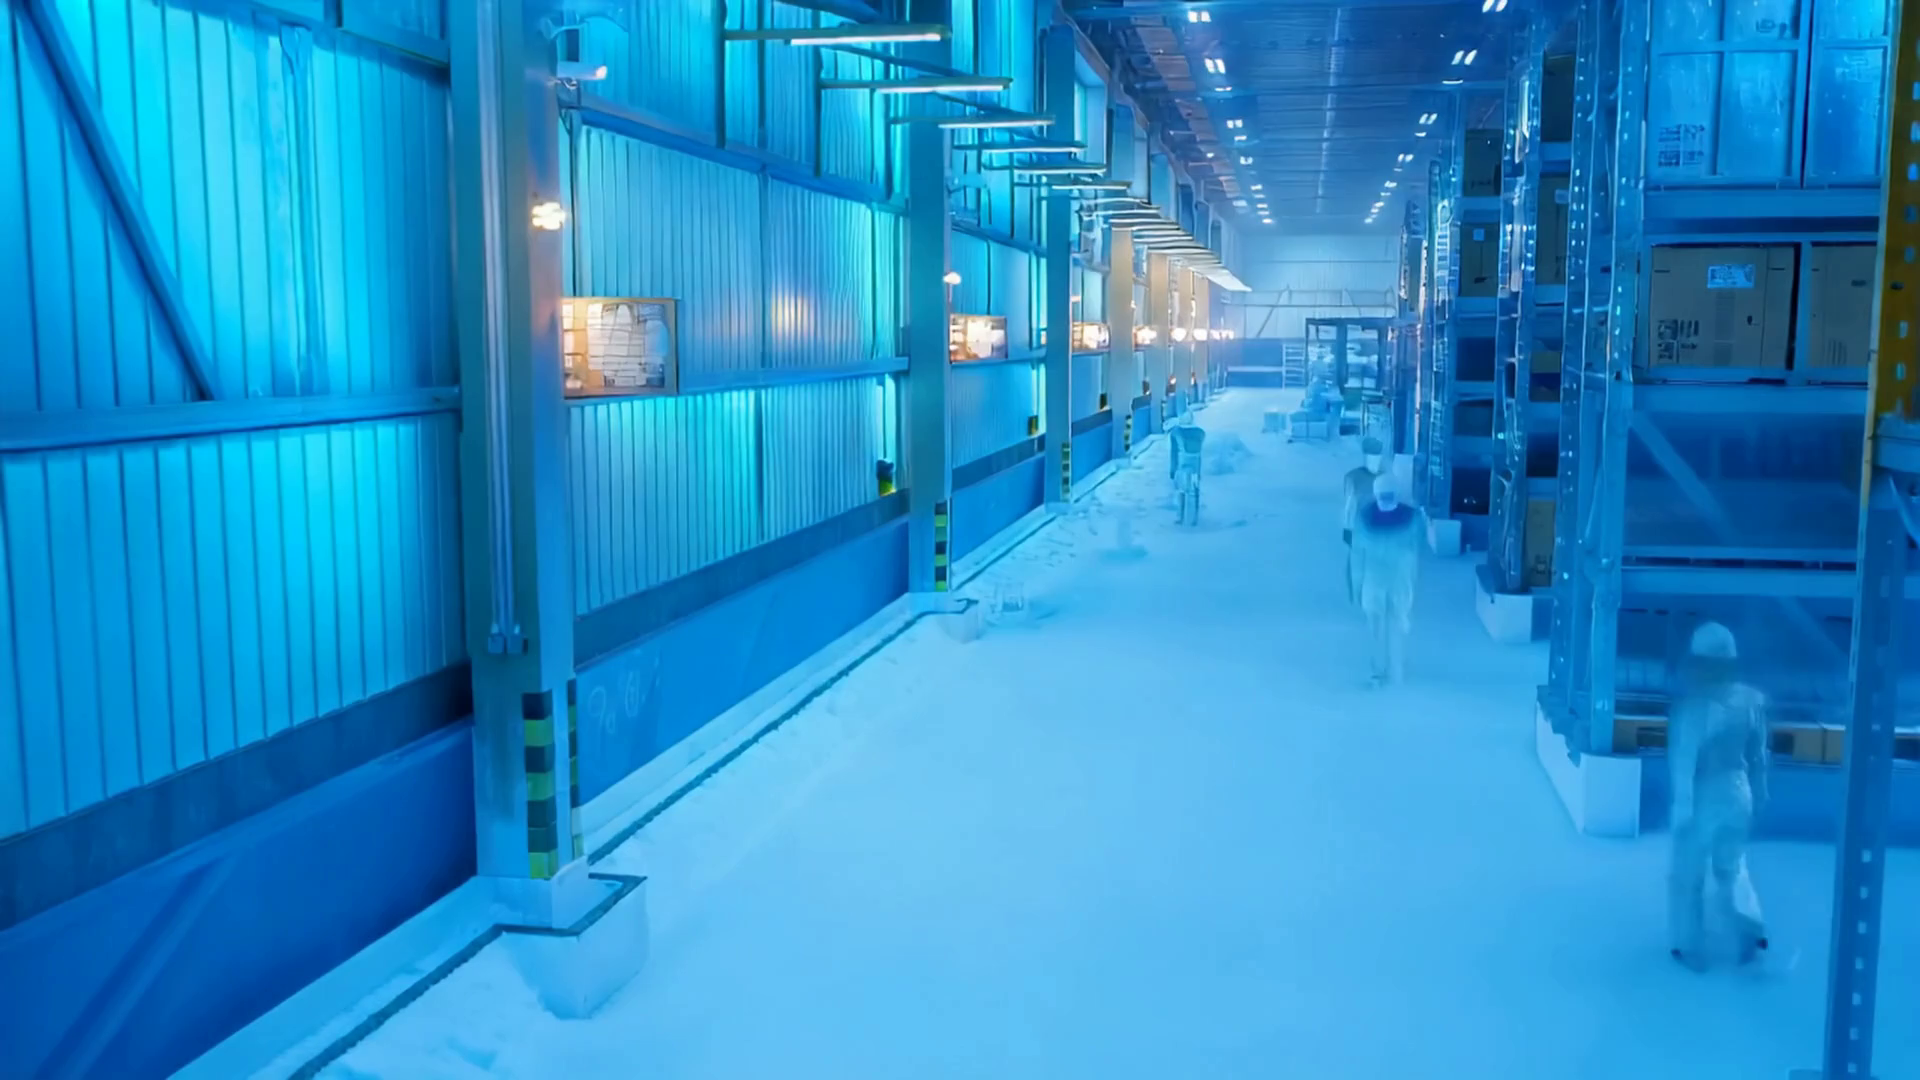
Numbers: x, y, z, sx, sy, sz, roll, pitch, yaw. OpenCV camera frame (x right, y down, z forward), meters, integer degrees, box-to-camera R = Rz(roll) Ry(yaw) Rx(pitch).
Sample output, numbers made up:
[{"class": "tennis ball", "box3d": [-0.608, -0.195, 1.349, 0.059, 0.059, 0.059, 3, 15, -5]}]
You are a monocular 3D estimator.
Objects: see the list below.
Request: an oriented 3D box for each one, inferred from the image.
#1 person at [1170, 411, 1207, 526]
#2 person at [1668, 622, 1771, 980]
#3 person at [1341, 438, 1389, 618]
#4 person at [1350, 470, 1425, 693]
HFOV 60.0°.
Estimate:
[{"class": "person", "box3d": [3.628, -1.141, 26.650, 0.626, 1.844, 0.429, -3, 8, -23]}, {"class": "person", "box3d": [3.599, 1.253, 7.883, 0.488, 1.726, 0.523, 0, 7, -2]}, {"class": "person", "box3d": [4.463, -0.132, 18.147, 0.634, 1.941, 1.029, 0, 7, -1]}, {"class": "person", "box3d": [3.710, 0.340, 14.481, 0.633, 1.925, 0.680, 2, 7, 13]}]
